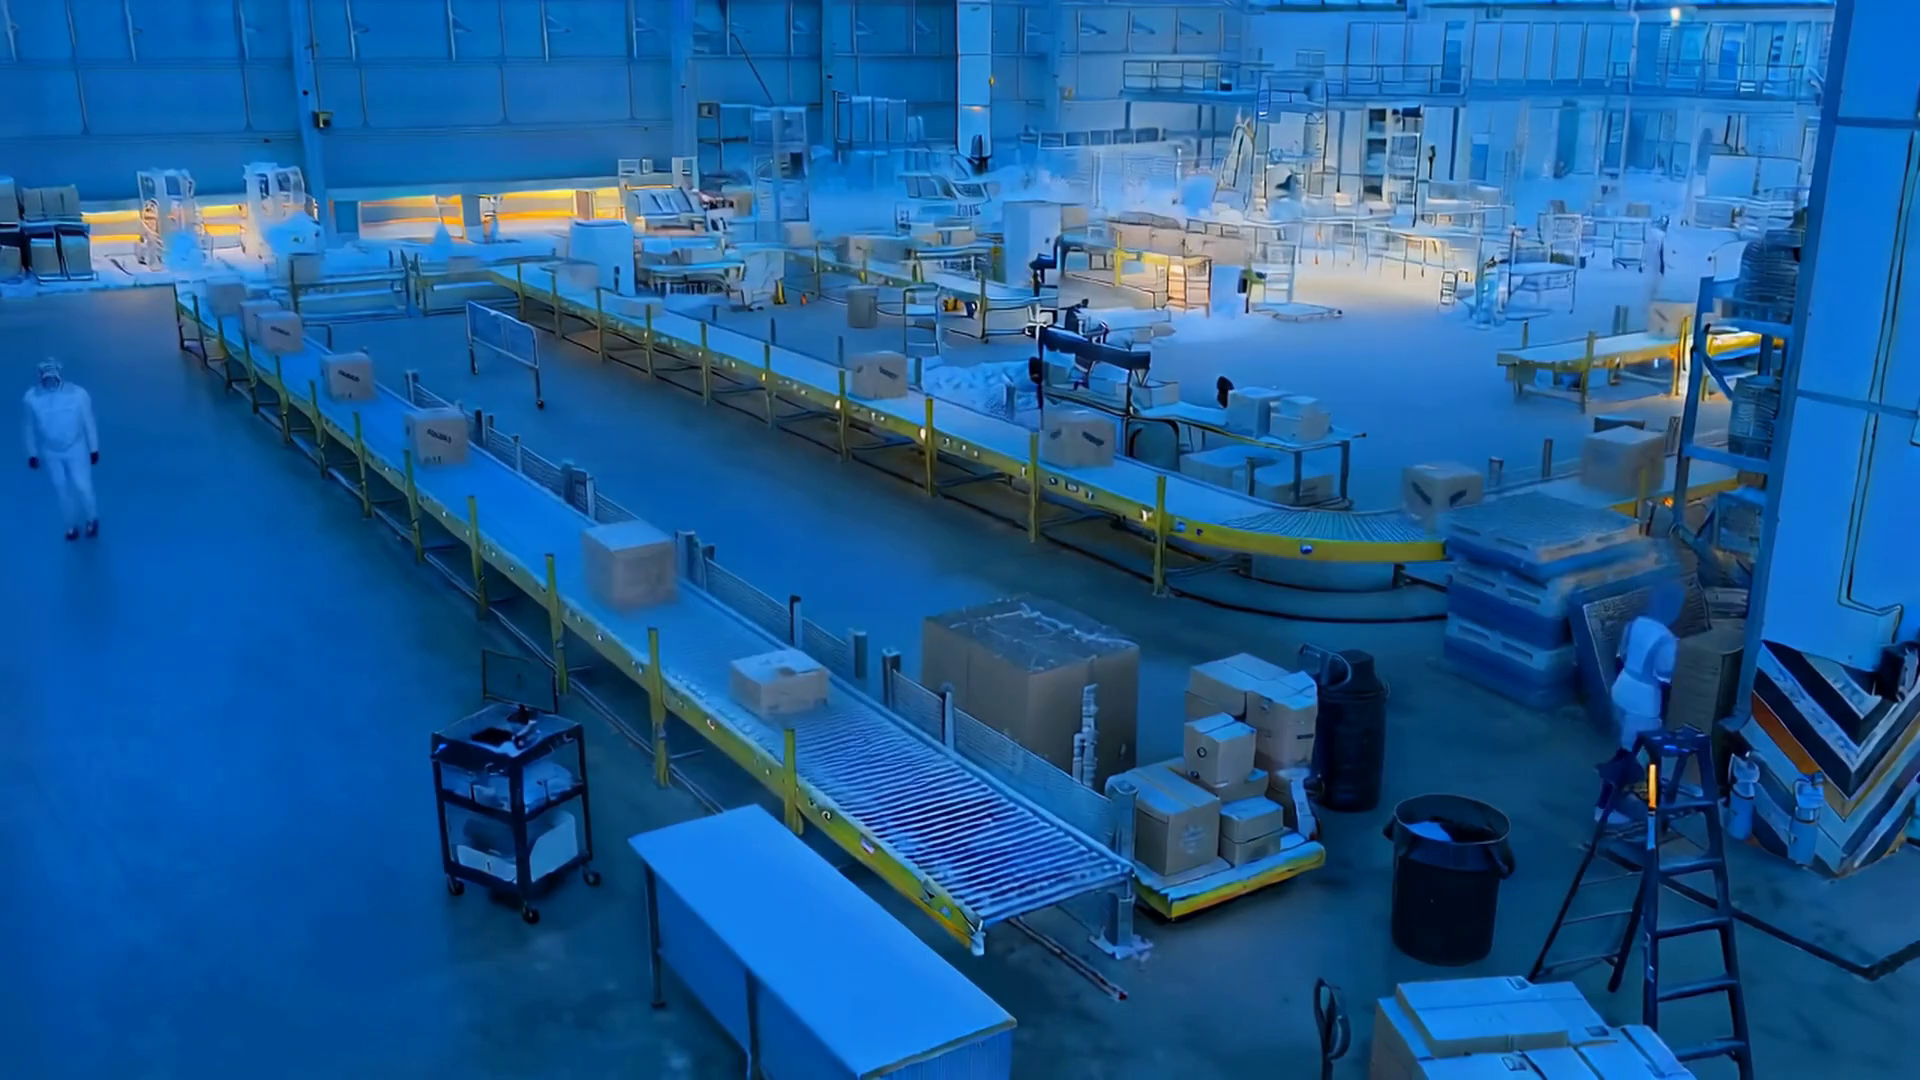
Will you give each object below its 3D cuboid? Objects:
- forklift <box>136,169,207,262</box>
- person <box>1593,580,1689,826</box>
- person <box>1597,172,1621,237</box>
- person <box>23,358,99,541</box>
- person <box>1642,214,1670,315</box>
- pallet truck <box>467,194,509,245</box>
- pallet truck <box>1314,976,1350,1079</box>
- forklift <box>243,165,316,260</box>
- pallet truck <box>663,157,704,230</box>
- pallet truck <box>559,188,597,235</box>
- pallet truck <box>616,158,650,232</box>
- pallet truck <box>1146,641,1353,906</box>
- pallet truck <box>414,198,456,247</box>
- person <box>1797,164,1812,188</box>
[{"bbox_3d":[-17.842,-7.318,37.559,1.157,1.987,2.680,-10,20,-31],"label":"forklift"},{"bbox_3d":[4.413,1.061,10.755,0.556,1.659,0.536,-1,17,-4],"label":"person"},{"bbox_3d":[16.562,-8.526,42.512,0.535,1.749,0.529,1,17,2],"label":"person"},{"bbox_3d":[-9.144,-0.918,16.944,0.639,1.896,0.443,-3,17,-10],"label":"person"},{"bbox_3d":[13.024,-5.148,31.102,0.331,1.856,0.527,-2,17,-5],"label":"person"},{"bbox_3d":[-11.983,-8.177,42.137,0.704,1.261,1.522,-11,20,-33],"label":"pallet truck"},{"bbox_3d":[2.299,2.390,7.086,1.601,1.201,0.680,-2,17,-7],"label":"pallet truck"},{"bbox_3d":[-15.898,-7.669,38.708,1.157,1.987,2.680,-11,20,-33],"label":"forklift"},{"bbox_3d":[-7.586,-9.308,44.692,0.823,1.965,1.885,-11,20,-33],"label":"pallet truck"},{"bbox_3d":[-10.010,-8.652,43.699,0.653,1.274,1.630,-10,20,-31],"label":"pallet truck"},{"bbox_3d":[-8.918,-9.176,44.255,0.823,1.965,1.885,-9,19,-27],"label":"pallet truck"},{"bbox_3d":[1.664,1.407,10.232,1.630,1.274,0.653,-10,20,-31],"label":"pallet truck"},{"bbox_3d":[-13.250,-8.060,41.856,0.680,1.201,1.601,-10,20,-31],"label":"pallet truck"},{"bbox_3d":[22.074,-8.913,43.600,0.615,1.865,0.420,-9,19,-26],"label":"person"}]
